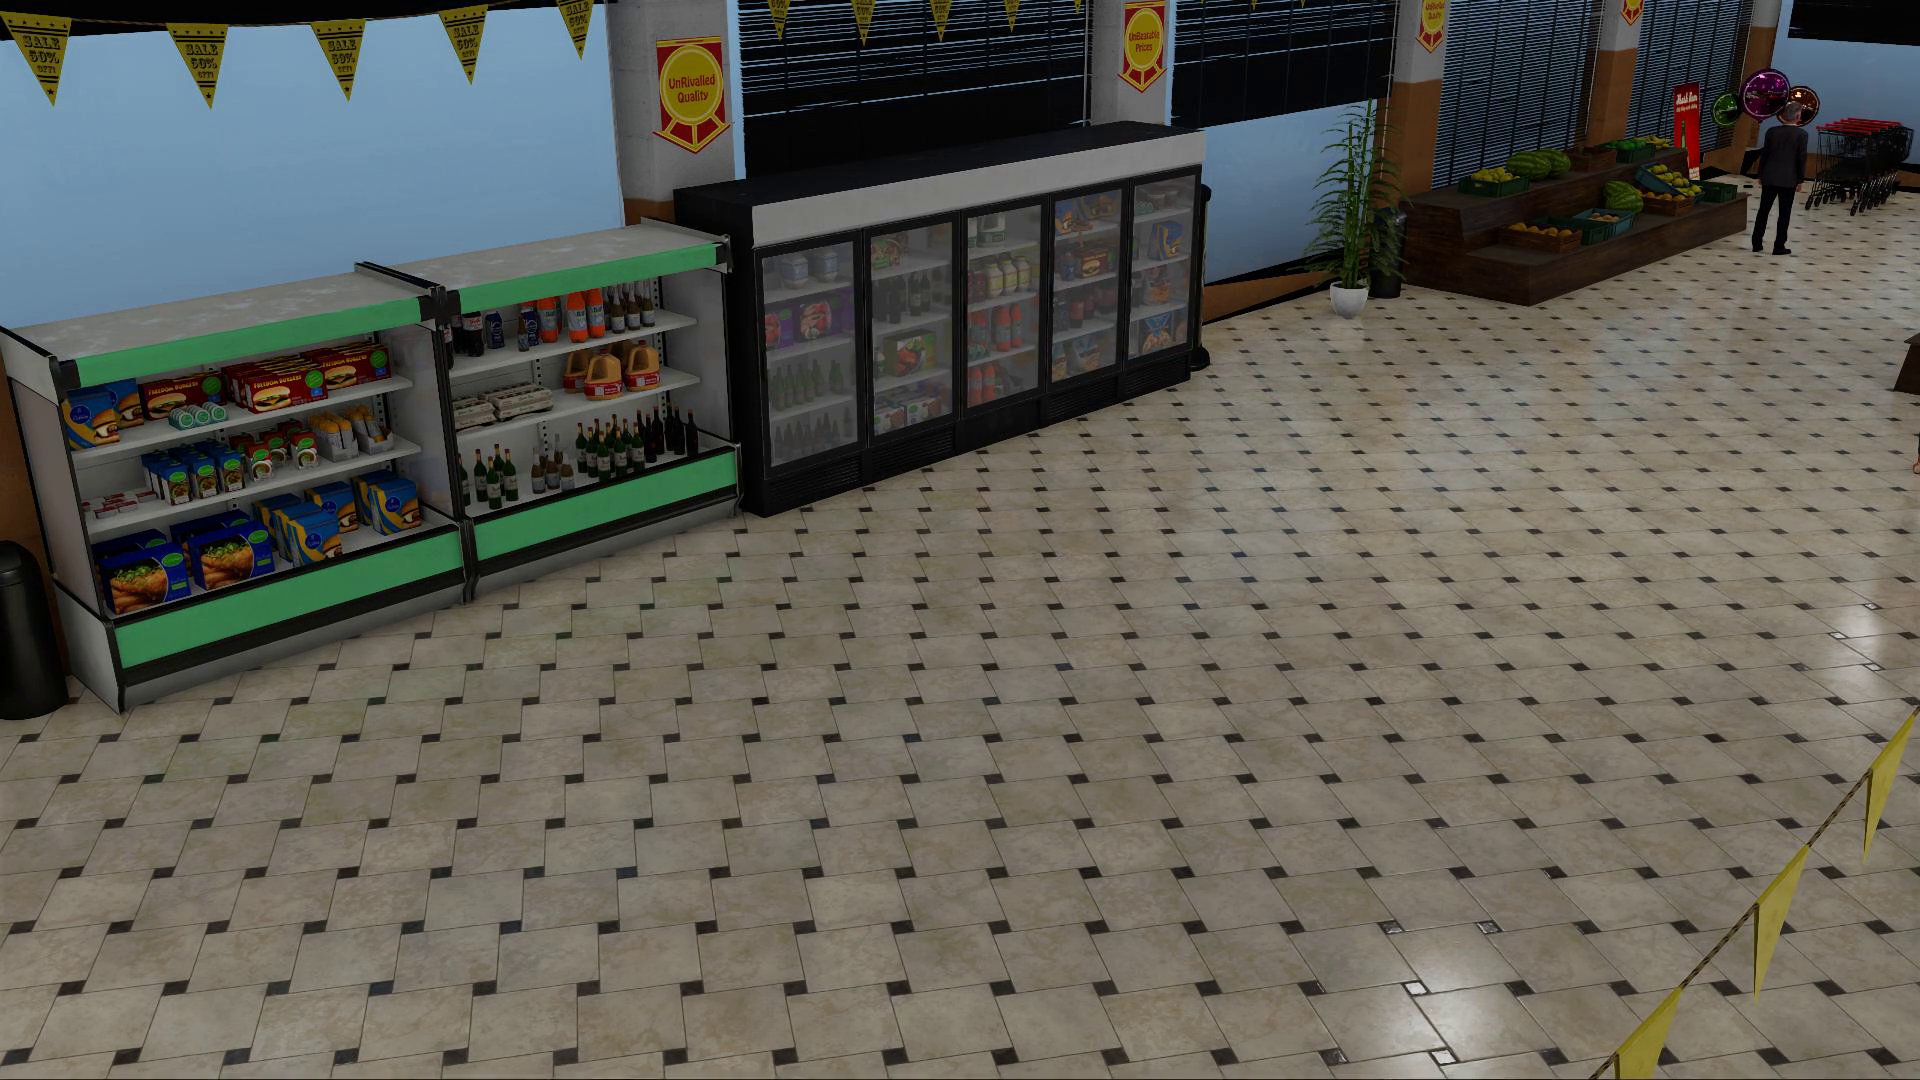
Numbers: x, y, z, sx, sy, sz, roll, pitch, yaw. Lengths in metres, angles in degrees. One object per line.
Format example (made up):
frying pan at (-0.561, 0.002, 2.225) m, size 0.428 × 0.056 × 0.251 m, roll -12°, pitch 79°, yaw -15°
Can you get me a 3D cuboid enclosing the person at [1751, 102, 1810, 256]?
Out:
person at (10.134, -4.471, 20.532) m, size 0.578 × 1.840 × 0.723 m, roll -19°, pitch 29°, yaw -39°
